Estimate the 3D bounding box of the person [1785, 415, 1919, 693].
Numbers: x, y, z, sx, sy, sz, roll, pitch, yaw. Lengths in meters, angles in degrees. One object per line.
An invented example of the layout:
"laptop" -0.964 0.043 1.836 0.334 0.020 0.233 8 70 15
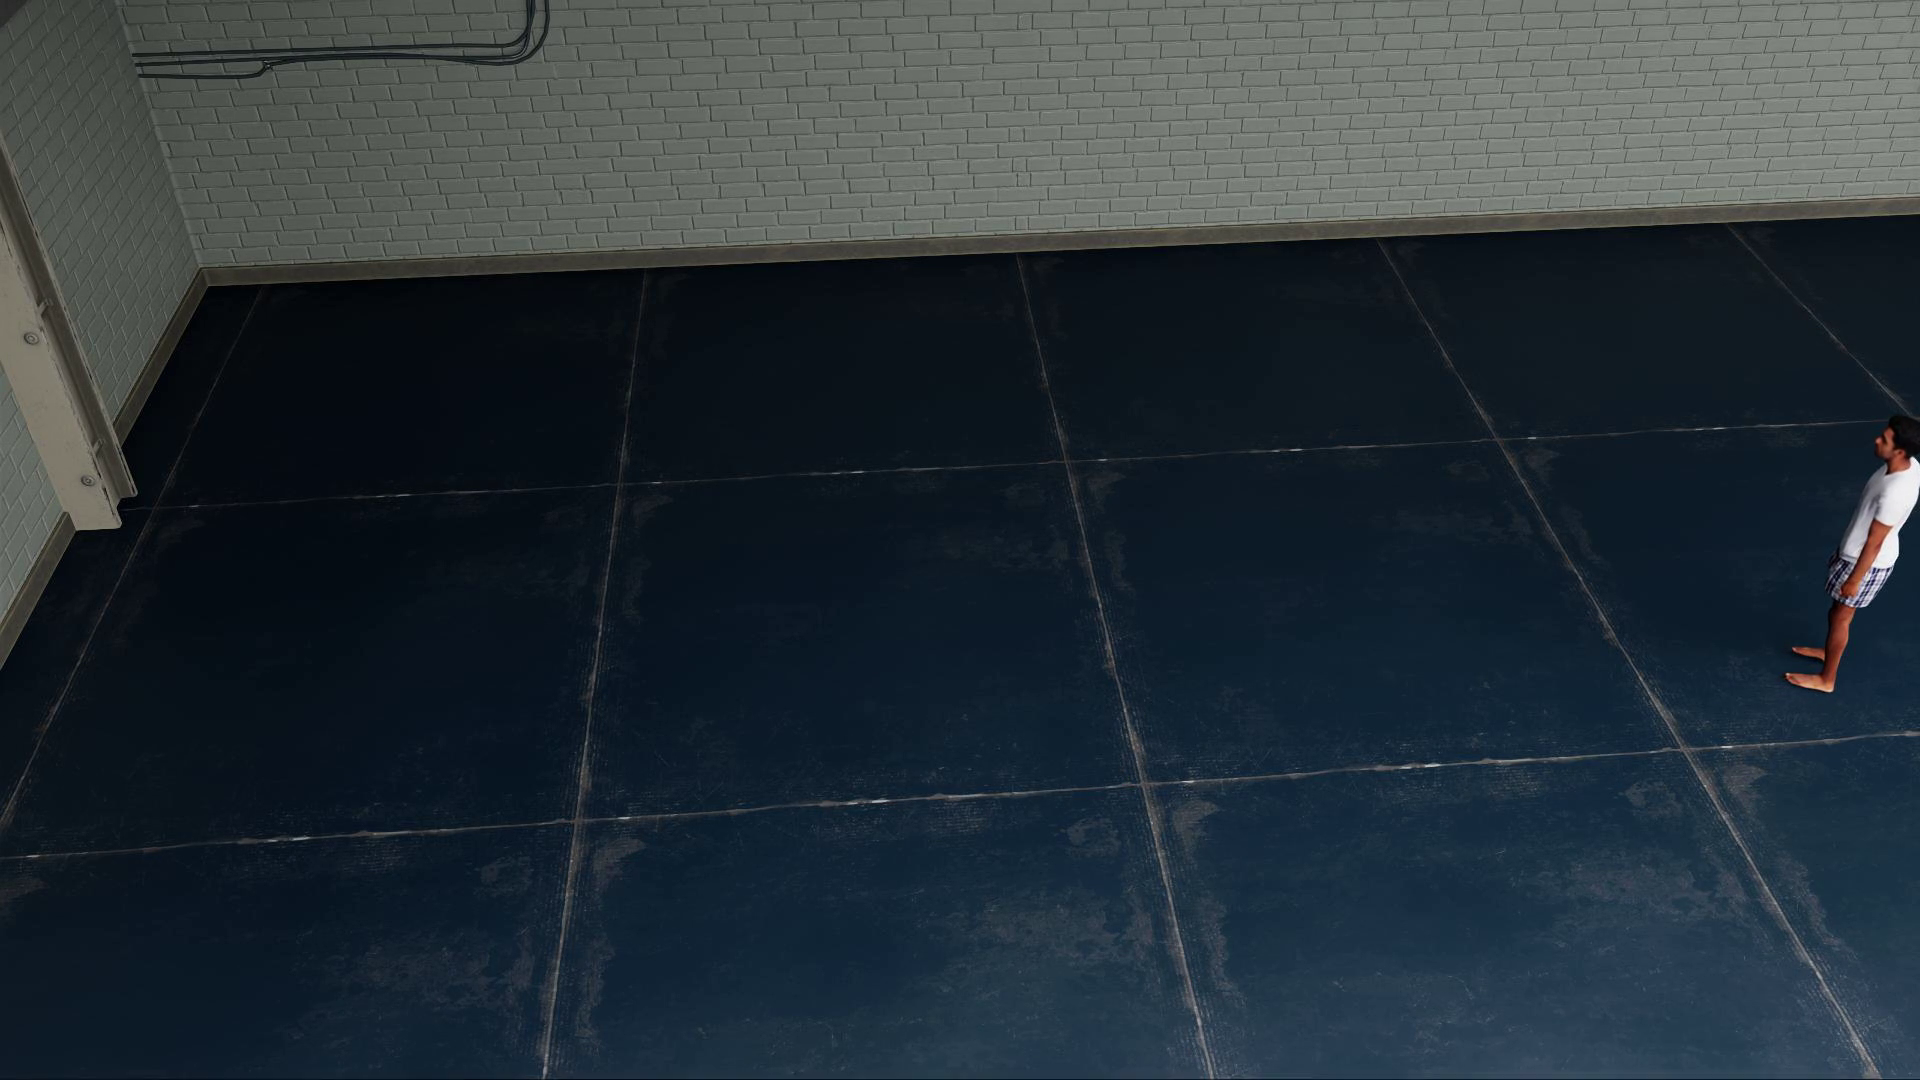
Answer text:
"person" 4.947 0.078 9.080 0.771 1.727 0.666 19 42 22
